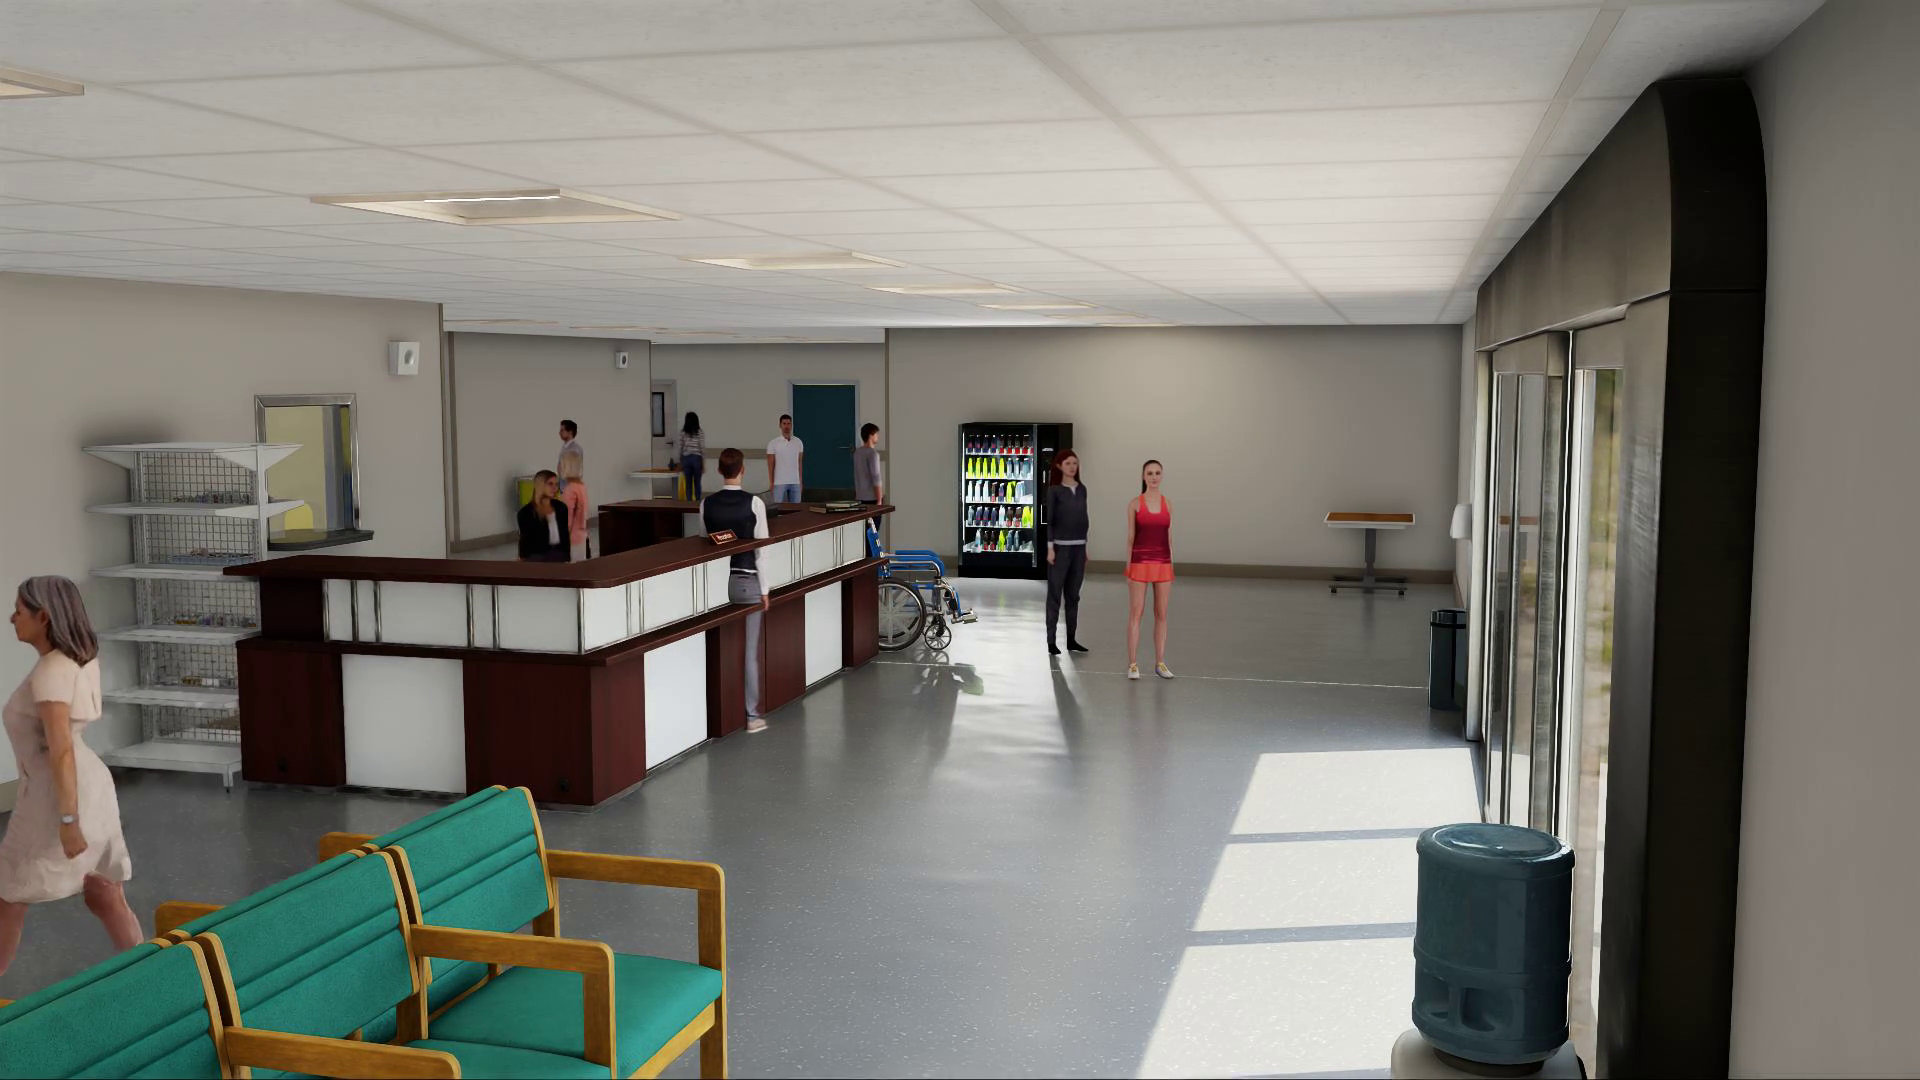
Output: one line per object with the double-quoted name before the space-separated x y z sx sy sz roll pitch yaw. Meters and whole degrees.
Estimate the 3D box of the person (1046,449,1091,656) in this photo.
"person" 0.923 0.097 14.456 0.646 1.780 0.698 -4 7 -32

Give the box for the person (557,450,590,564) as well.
"person" -3.523 0.040 15.508 1.193 1.683 0.868 0 6 -5

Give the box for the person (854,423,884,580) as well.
"person" -1.096 -0.474 19.822 0.774 1.842 0.709 -3 7 -31

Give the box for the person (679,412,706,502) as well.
"person" -4.428 -1.182 27.355 1.179 1.726 0.939 0 6 -4

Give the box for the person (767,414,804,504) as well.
"person" -2.409 -0.814 23.095 0.717 1.864 0.807 -3 6 -24

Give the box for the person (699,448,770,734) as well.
"person" -1.544 0.332 11.346 0.500 1.935 0.709 1 6 13

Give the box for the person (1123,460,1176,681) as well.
"person" 1.524 0.224 13.321 0.629 1.754 0.719 -1 6 -12

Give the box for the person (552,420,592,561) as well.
"person" -4.828 -0.590 21.033 1.060 1.830 0.967 -2 6 -22

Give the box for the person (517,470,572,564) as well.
"person" -3.377 0.266 13.422 0.824 1.651 0.946 -5 8 -42

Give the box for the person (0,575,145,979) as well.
"person" -3.067 0.996 5.900 1.151 1.704 0.936 -1 6 -13
